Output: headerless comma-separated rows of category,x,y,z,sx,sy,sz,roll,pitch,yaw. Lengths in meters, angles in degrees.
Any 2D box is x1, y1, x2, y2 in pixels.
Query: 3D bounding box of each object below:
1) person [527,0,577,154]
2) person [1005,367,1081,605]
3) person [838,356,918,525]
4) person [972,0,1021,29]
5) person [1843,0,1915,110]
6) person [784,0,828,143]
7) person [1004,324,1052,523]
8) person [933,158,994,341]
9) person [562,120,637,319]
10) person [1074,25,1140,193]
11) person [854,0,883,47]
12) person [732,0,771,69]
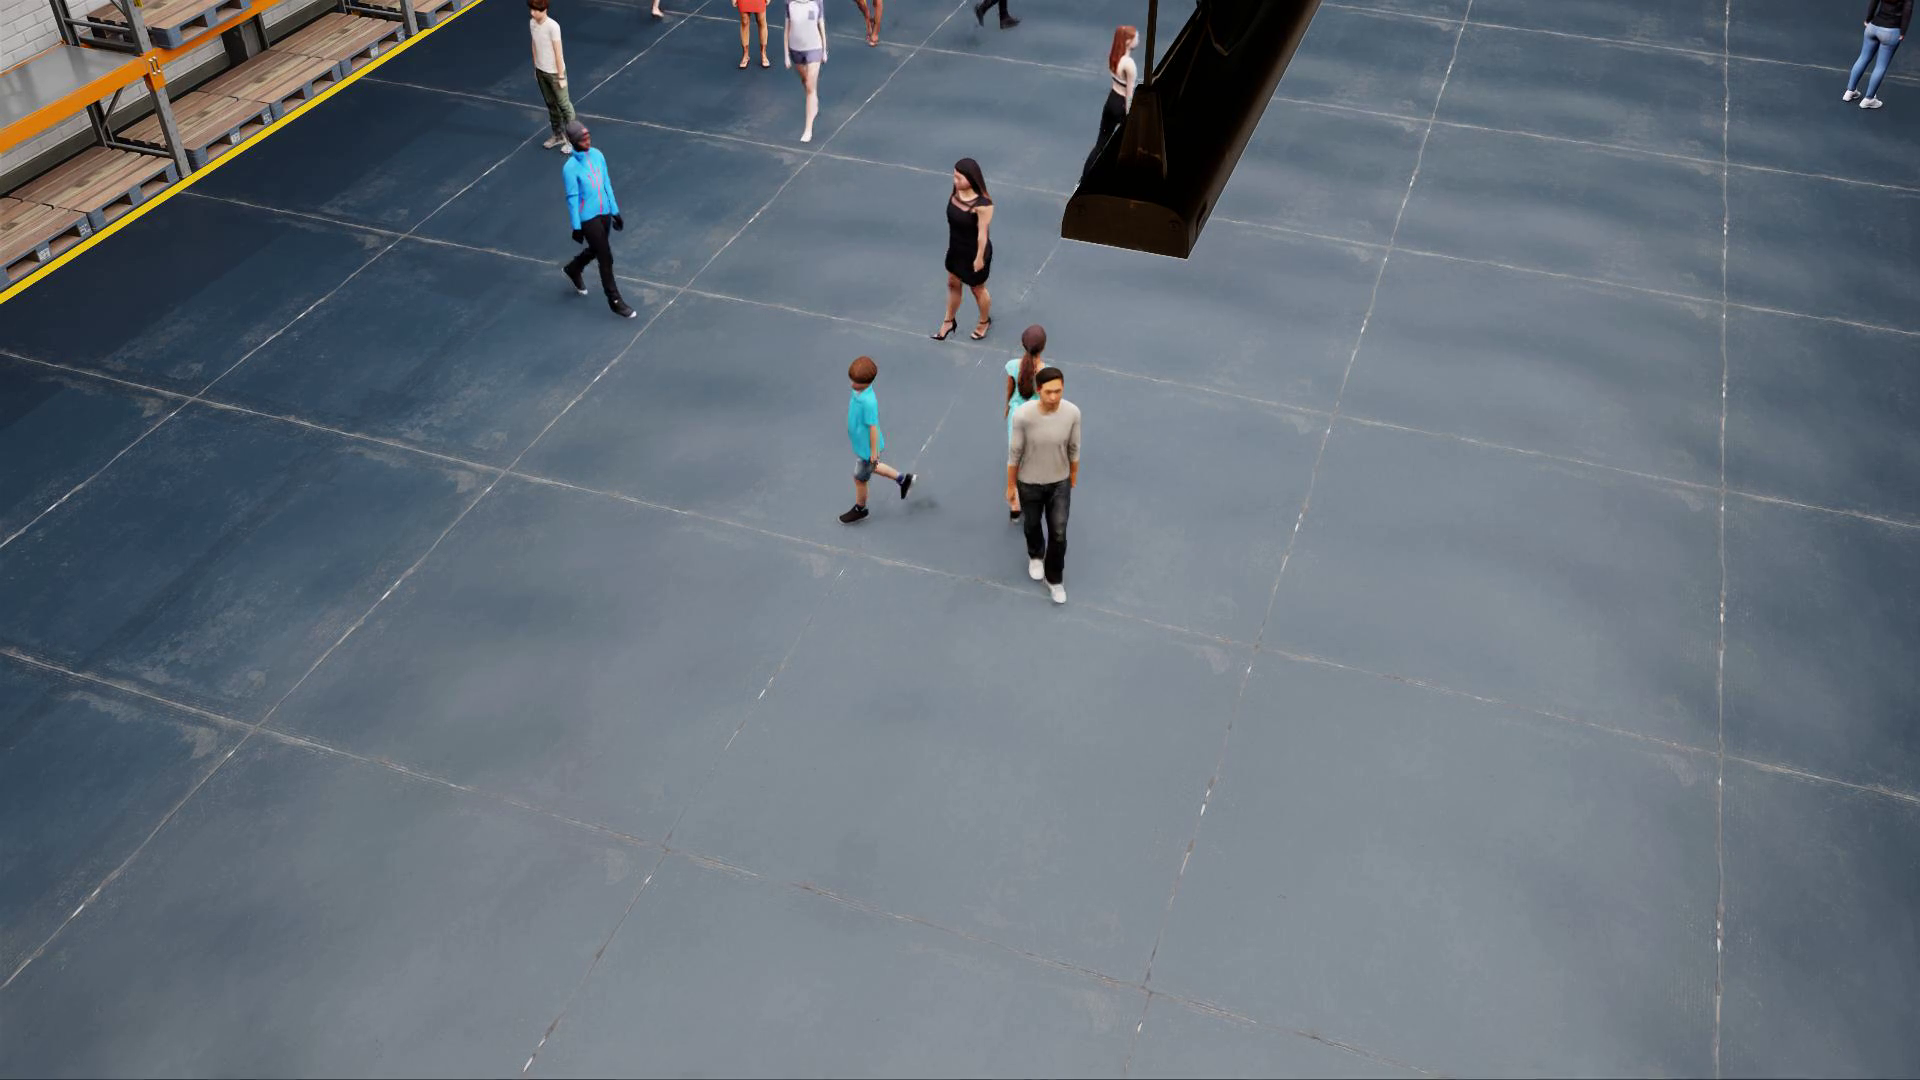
person,-4.181,-4.801,17.023,0.614,1.654,0.607,24,45,27
person,0.559,-0.483,11.506,0.849,1.792,0.941,-1,39,-2
person,-0.614,-0.741,12.121,0.886,1.427,0.869,-11,40,-13
person,0.480,-6.821,19.419,1.104,1.821,1.008,-25,45,-28
person,9.958,-5.492,17.905,0.781,1.634,0.727,-17,42,-20
person,-1.593,-5.146,17.402,0.720,1.720,1.195,6,39,7
person,0.479,-0.836,12.163,0.645,1.524,1.079,8,39,10
person,0.131,-2.443,14.029,0.912,1.706,0.855,-23,44,-26
person,-3.252,-2.822,14.454,0.753,1.768,1.065,18,42,21
person,1.466,-4.121,16.139,1.204,1.694,1.105,-18,42,-21
person,-0.987,-6.604,19.153,0.647,1.814,0.624,20,43,24
person,-2.354,-6.186,18.705,0.662,1.719,0.662,-3,39,-4
